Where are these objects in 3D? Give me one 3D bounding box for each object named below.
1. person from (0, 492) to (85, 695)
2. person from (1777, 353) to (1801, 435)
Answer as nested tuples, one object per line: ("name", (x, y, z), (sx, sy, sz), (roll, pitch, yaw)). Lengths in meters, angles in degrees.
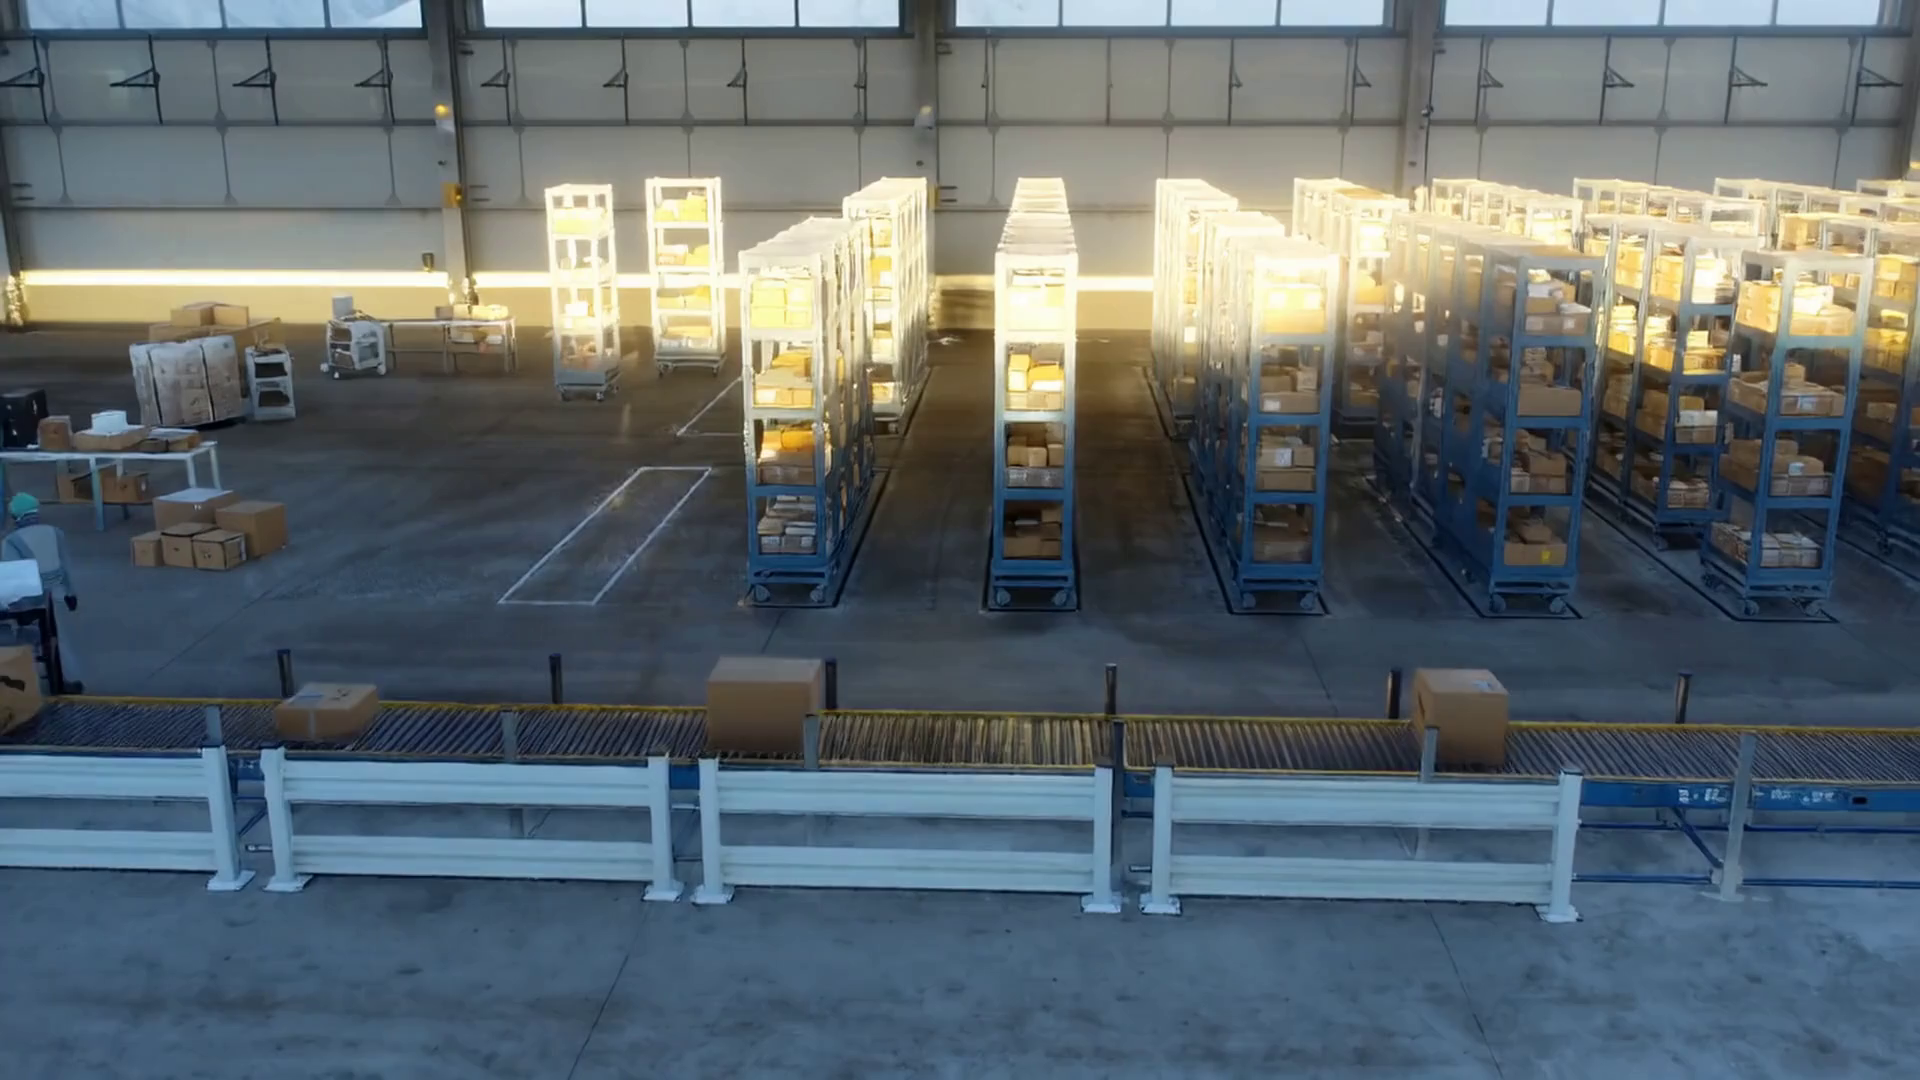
("person", (-8.016, 0.466, 14.442), (0.947, 1.788, 0.591), (5, 16, 16))
("person", (11.654, -1.918, 23.232), (0.936, 1.810, 0.567), (2, 15, 7))
